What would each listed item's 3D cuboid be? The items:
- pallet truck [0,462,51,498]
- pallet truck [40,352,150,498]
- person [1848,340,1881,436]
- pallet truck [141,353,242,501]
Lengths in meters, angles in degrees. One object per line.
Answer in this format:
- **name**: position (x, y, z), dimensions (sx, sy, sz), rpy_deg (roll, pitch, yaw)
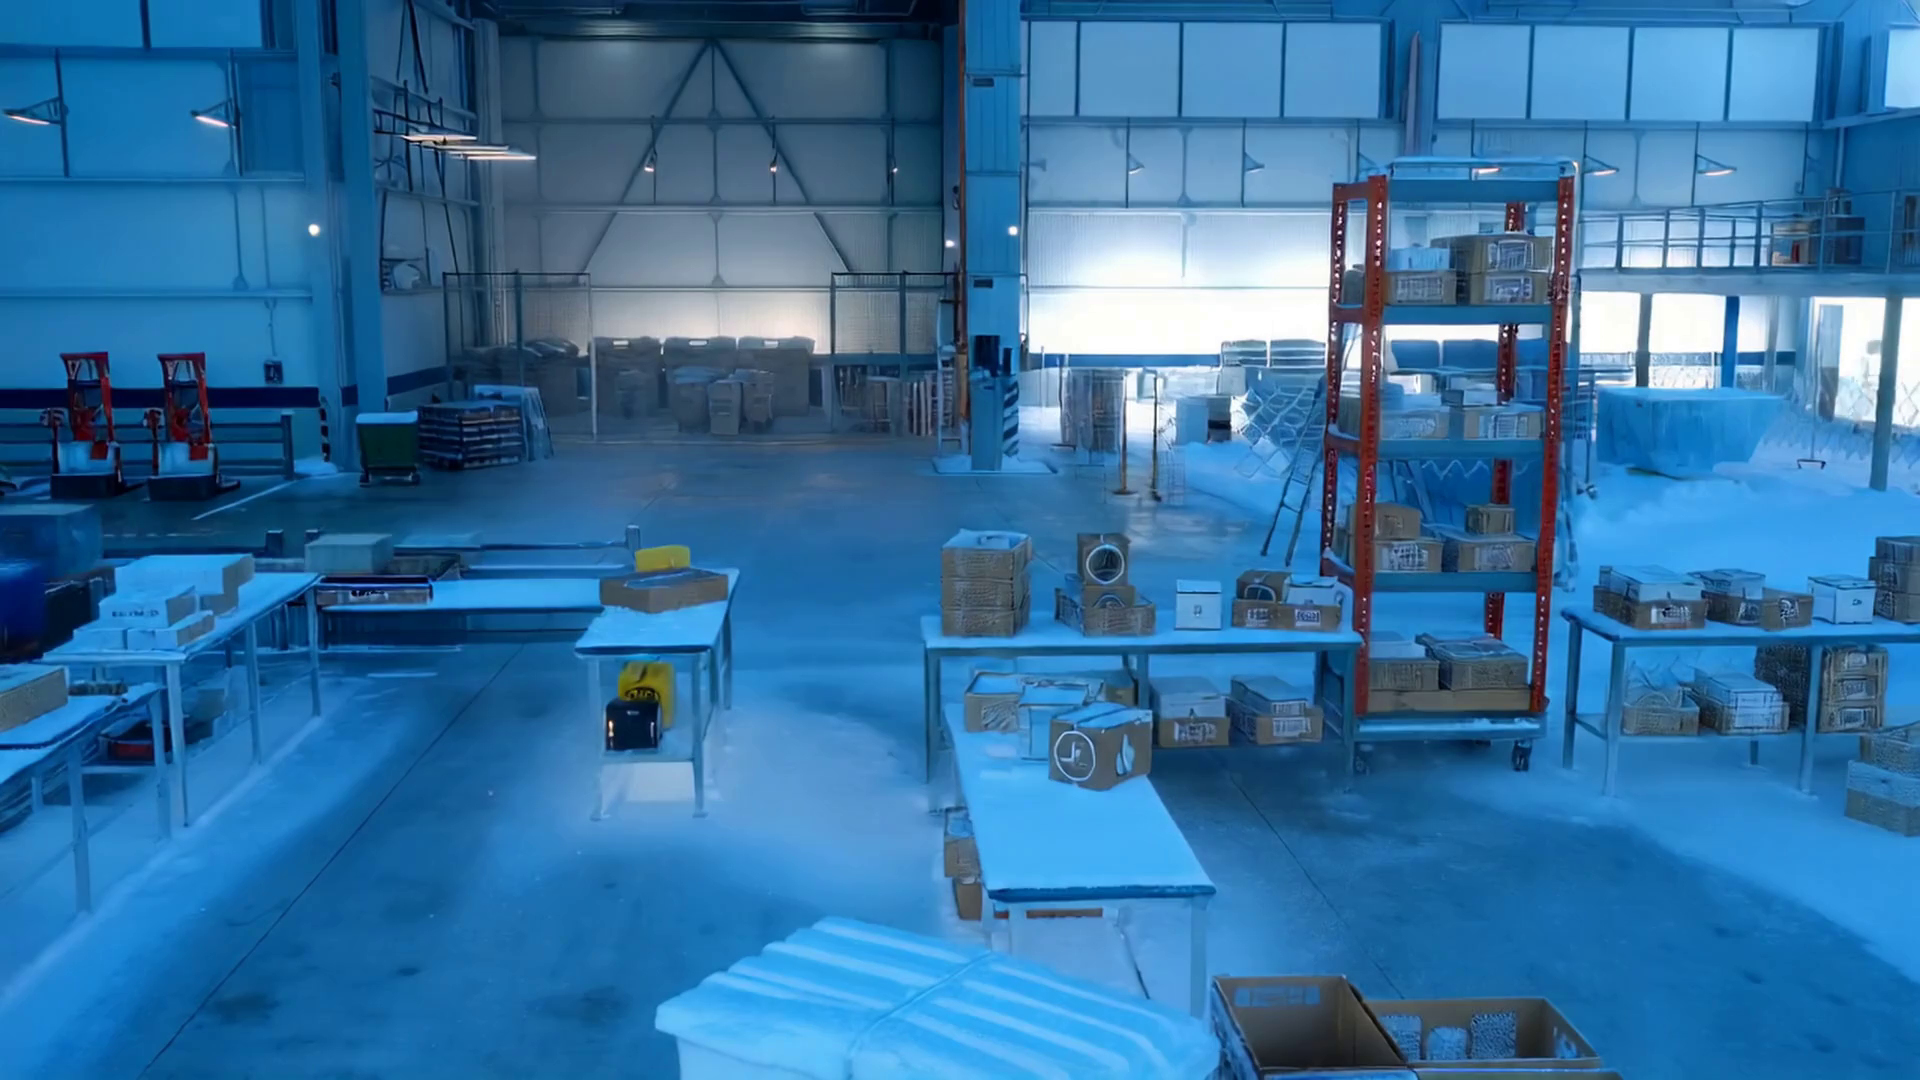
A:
- **pallet truck**: position (-13.193, -1.293, 23.148), dimensions (0.653, 1.274, 1.630), rpy_deg (-1, 9, -4)
- **pallet truck**: position (-11.907, -1.642, 23.165), dimensions (0.823, 1.965, 1.885), rpy_deg (0, 9, 0)
- **person**: position (17.029, -2.813, 31.024), dimensions (0.586, 1.845, 0.975), rpy_deg (0, 9, -3)
- **pallet truck**: position (-10.520, -1.604, 22.925), dimensions (0.823, 1.965, 1.885), rpy_deg (-1, 9, -6)
